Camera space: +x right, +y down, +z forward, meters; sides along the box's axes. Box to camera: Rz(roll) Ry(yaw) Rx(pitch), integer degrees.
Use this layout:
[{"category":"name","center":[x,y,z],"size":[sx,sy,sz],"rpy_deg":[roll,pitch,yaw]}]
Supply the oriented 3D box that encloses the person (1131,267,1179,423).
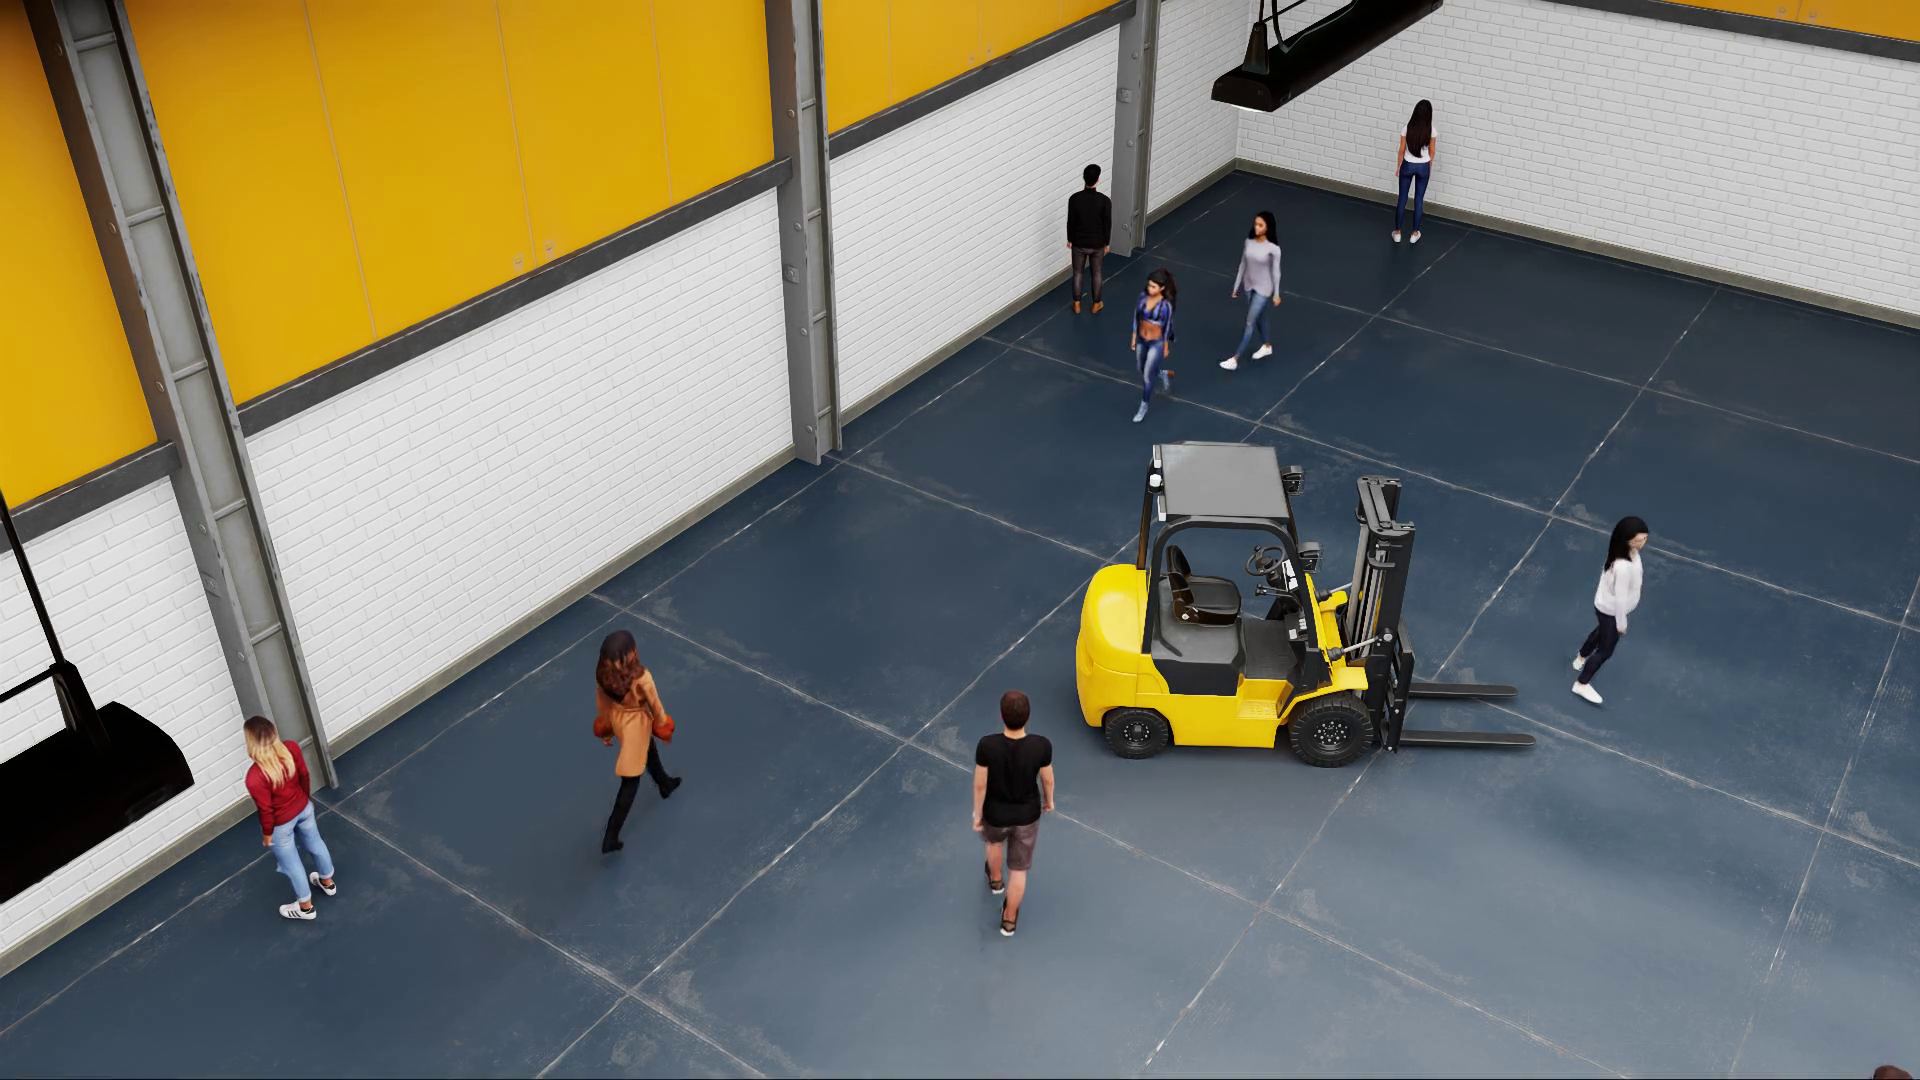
[{"category":"person","center":[1.944,-1.978,16.587],"size":[0.697,1.599,0.954],"rpy_deg":[26,42,34]}]

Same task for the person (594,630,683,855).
[{"category":"person","center":[-2.287,1.401,11.436],"size":[0.822,1.674,1.247],"rpy_deg":[15,36,21]}]

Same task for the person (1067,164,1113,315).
[{"category":"person","center":[1.433,-3.355,18.548],"size":[0.720,1.722,0.699],"rpy_deg":[5,34,7]}]

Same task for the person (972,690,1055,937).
[{"category":"person","center":[0.323,1.802,10.681],"size":[0.956,1.841,1.065],"rpy_deg":[2,34,2]}]

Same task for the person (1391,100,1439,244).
[{"category":"person","center":[5.519,-4.474,20.184],"size":[0.652,1.775,0.632],"rpy_deg":[8,35,12]}]

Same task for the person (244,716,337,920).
[{"category":"person","center":[-4.405,1.796,10.877],"size":[0.709,1.634,0.535],"rpy_deg":[13,36,19]}]

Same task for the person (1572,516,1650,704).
[{"category":"person","center":[4.998,0.499,12.792],"size":[0.942,1.675,0.639],"rpy_deg":[4,34,6]}]

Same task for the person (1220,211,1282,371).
[{"category":"person","center":[3.205,-2.645,17.501],"size":[1.172,1.698,0.875],"rpy_deg":[-22,40,-30]}]
